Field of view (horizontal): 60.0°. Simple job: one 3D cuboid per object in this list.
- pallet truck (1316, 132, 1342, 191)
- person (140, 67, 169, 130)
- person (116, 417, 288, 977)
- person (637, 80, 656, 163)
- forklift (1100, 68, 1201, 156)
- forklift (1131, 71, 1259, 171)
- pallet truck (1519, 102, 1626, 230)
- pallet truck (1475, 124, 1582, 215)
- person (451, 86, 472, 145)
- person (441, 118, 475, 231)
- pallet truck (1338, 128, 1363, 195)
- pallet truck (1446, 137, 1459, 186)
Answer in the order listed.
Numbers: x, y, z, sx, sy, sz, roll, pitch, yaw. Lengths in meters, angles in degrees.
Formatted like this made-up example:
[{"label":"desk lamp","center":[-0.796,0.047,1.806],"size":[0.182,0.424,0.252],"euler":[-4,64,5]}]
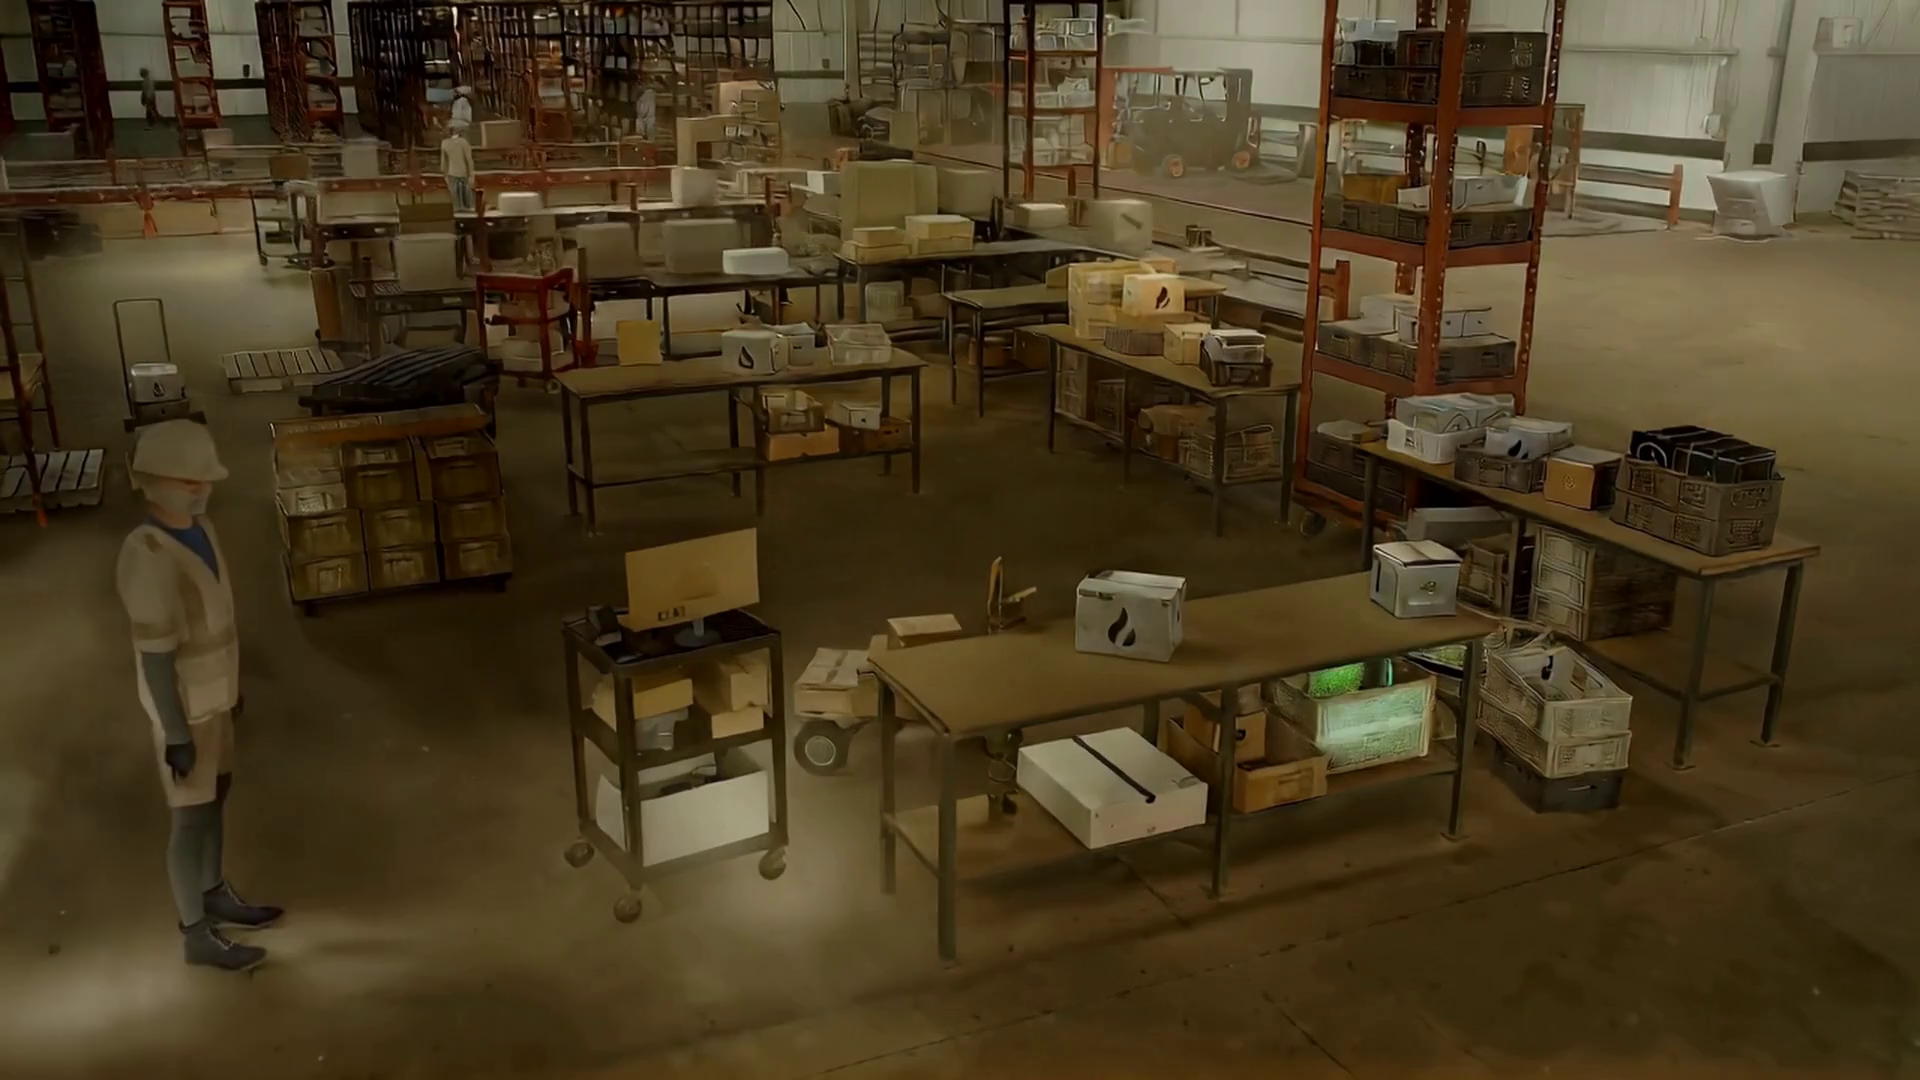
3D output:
[{"label":"pallet truck","center":[7.723,-7.504,32.656],"size":[1.601,1.201,0.680],"euler":[-8,19,-23]},{"label":"person","center":[-23.780,-12.979,48.931],"size":[0.755,1.827,0.571],"euler":[-3,18,-8]},{"label":"person","center":[-2.701,0.558,5.942],"size":[0.394,2.040,0.610],"euler":[-2,18,-7]},{"label":"person","center":[-7.034,-9.338,37.332],"size":[0.400,1.910,0.643],"euler":[-5,18,-16]},{"label":"forklift","center":[4.082,-9.564,37.410],"size":[2.680,1.987,1.157],"euler":[-8,19,-23]},{"label":"forklift","center":[4.998,-8.936,35.413],"size":[2.680,1.987,1.157],"euler":[-9,20,-25]},{"label":"pallet truck","center":[9.972,-6.037,26.785],"size":[1.885,1.965,0.823],"euler":[-9,20,-25]},{"label":"pallet truck","center":[9.707,-6.455,28.103],"size":[1.885,1.965,0.823],"euler":[-7,19,-20]},{"label":"person","center":[-10.822,-8.915,36.135],"size":[0.403,1.823,0.588],"euler":[4,18,14]},{"label":"person","center":[-7.884,-5.737,26.211],"size":[0.525,1.772,0.307],"euler":[4,18,12]},{"label":"pallet truck","center":[7.845,-7.140,31.411],"size":[1.522,1.261,0.704],"euler":[-9,20,-25]},{"label":"pallet truck","center":[9.184,-6.485,29.328],"size":[1.630,1.274,0.653],"euler":[-8,19,-23]}]
